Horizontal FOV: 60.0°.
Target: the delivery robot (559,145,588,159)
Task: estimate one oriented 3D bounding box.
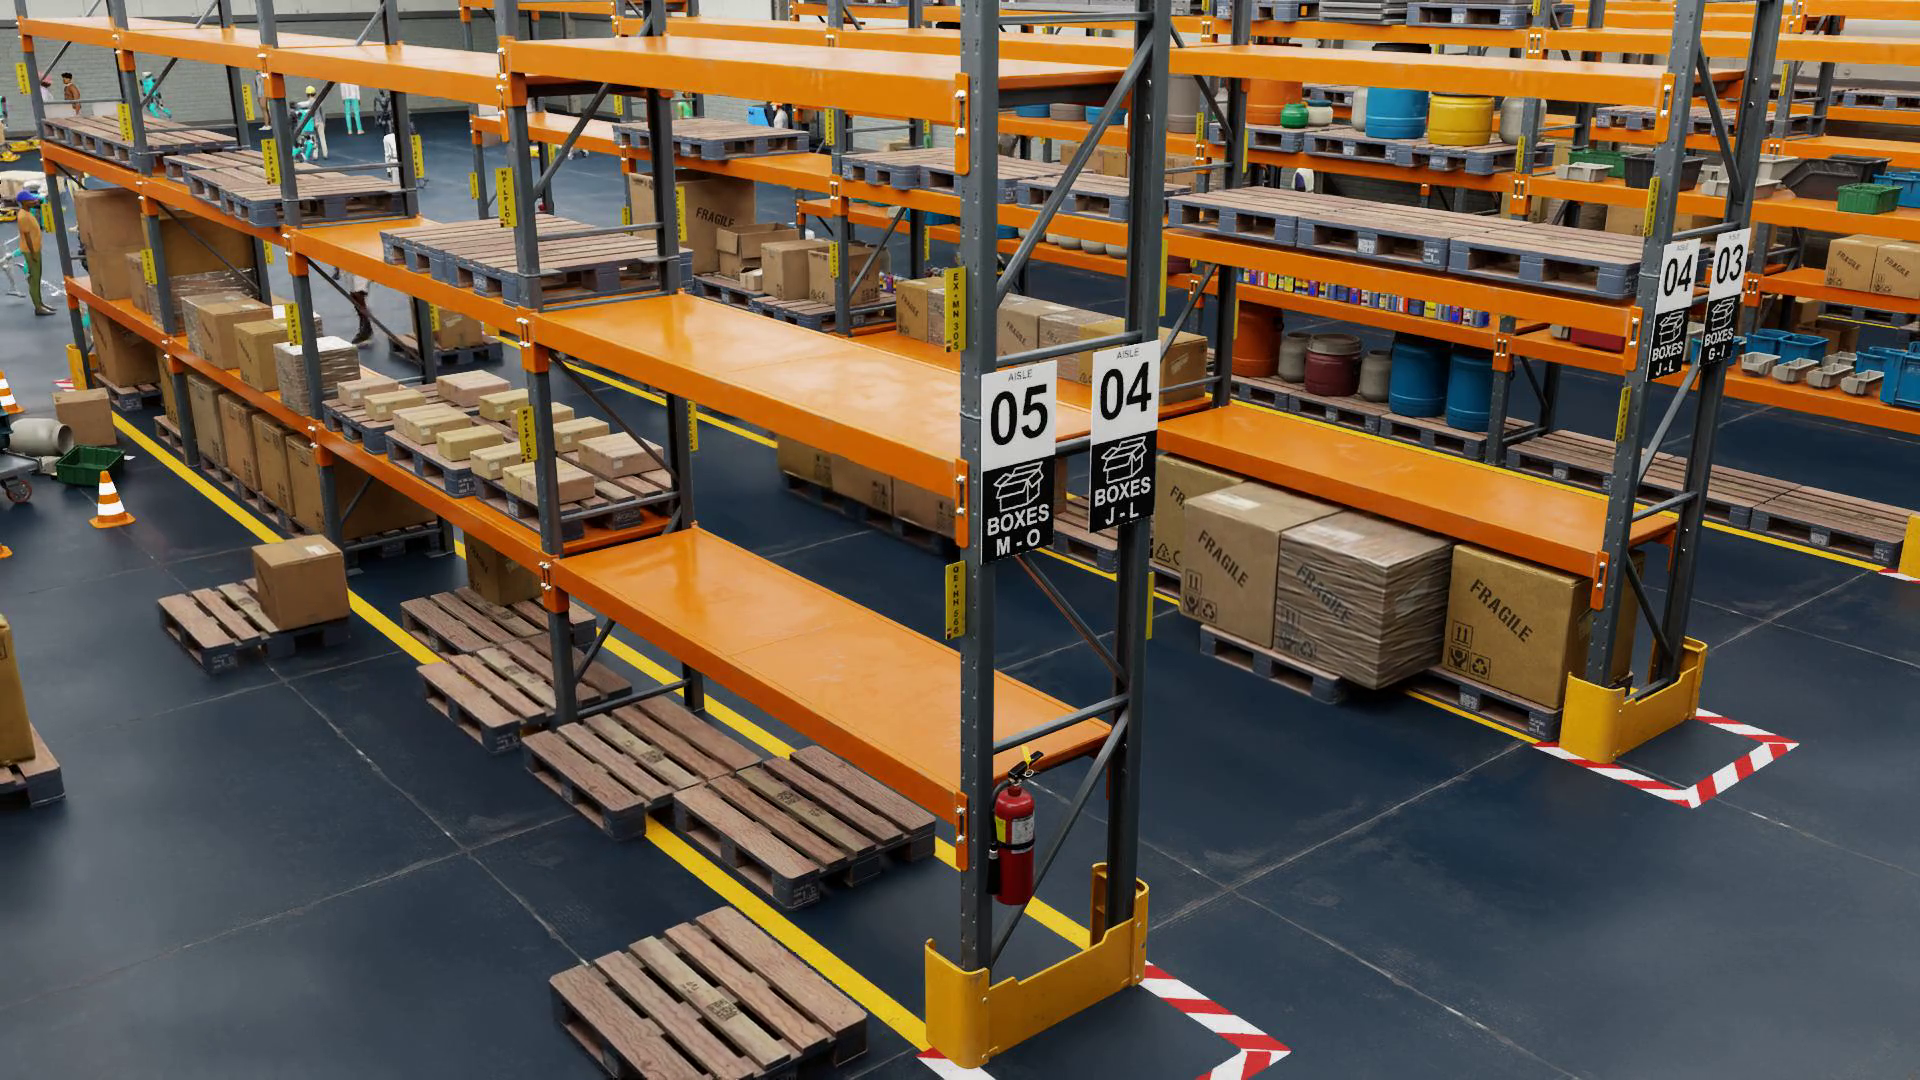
[{"bbox_3d":[-9.600,-9.721,41.187,0.499,0.605,0.799,7,21,19],"label":"delivery robot"}]

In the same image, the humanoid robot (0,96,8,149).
[{"bbox_3d":[-23.649,-10.160,40.695,0.918,1.751,0.530,16,25,39],"label":"humanoid robot"}]

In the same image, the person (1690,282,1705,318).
[{"bbox_3d":[10.028,-3.738,22.427,0.553,1.679,0.379,-15,24,-37],"label":"person"}]

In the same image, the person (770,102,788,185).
[{"bbox_3d":[-3.911,-8.683,36.216,0.387,1.884,0.585,1,19,2],"label":"person"}]

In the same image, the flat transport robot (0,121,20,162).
[{"bbox_3d":[-23.740,-9.318,40.454,1.431,0.231,0.659,-6,20,-15],"label":"flat transport robot"}]

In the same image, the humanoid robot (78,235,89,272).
[{"bbox_3d":[-11.901,-3.880,22.855,0.615,1.646,0.329,13,23,32],"label":"humanoid robot"}]

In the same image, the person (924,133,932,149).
[{"bbox_3d":[-0.779,-7.423,32.838,0.471,1.743,0.336,1,19,3],"label":"person"}]

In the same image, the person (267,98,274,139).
[{"bbox_3d":[-18.500,-11.620,44.849,0.320,1.697,0.531,-9,21,-23],"label":"person"}]

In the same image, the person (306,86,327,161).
[{"bbox_3d":[-15.764,-10.179,40.641,0.294,1.772,0.532,18,26,41],"label":"person"}]

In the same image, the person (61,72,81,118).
[{"bbox_3d":[-23.583,-11.490,44.243,0.797,1.855,0.390,16,25,38],"label":"person"}]

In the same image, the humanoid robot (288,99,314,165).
[{"bbox_3d":[-15.202,-9.326,38.364,0.570,1.634,0.600,3,20,10],"label":"humanoid robot"}]

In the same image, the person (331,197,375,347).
[{"bbox_3d":[-7.807,-3.468,21.303,0.650,1.910,0.723,9,21,25],"label":"person"}]

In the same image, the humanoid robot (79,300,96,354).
[{"bbox_3d":[-10.645,-3.014,20.358,0.683,1.840,0.537,-2,19,-5],"label":"humanoid robot"}]

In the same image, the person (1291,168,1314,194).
[{"bbox_3d":[5.540,-5.412,26.959,0.393,1.846,0.562,10,22,26],"label":"person"}]

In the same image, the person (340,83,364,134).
[{"bbox_3d":[-17.101,-12.380,46.690,0.498,1.912,0.350,-2,19,-6],"label":"person"}]

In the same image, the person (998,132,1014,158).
[{"bbox_3d":[0.792,-7.209,32.254,0.584,1.717,0.881,-14,24,-35],"label":"person"}]

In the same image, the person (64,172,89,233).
[{"bbox_3d":[-15.927,-6.484,29.946,0.531,1.893,0.401,15,25,37],"label":"person"}]

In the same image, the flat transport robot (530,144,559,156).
[{"bbox_3d":[-10.284,-9.821,41.888,0.659,0.231,1.431,11,22,28],"label":"flat transport robot"}]

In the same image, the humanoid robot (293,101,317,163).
[{"bbox_3d":[-14.681,-8.818,36.840,0.954,1.768,0.537,8,21,22],"label":"humanoid robot"}]

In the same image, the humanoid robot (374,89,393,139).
[{"bbox_3d":[-14.698,-10.812,42.653,0.606,1.635,0.767,-3,20,-8],"label":"humanoid robot"}]

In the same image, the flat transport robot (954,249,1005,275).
[{"bbox_3d":[0.312,-4.424,26.527,0.659,0.231,1.431,-2,19,-6],"label":"flat transport robot"}]

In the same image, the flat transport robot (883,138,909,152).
[{"bbox_3d":[-1.178,-8.037,36.809,0.659,0.231,1.431,-8,21,-22],"label":"flat transport robot"}]

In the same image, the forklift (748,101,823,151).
[{"bbox_3d":[-4.526,-11.368,42.374,1.129,2.768,1.873,-15,24,-37],"label":"forklift"}]

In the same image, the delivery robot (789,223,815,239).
[{"bbox_3d":[-2.804,-4.953,27.603,0.767,0.595,0.513,-5,20,-13],"label":"delivery robot"}]

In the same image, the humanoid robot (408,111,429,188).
[{"bbox_3d":[-11.694,-8.359,35.610,0.439,1.632,0.600,-4,20,-11],"label":"humanoid robot"}]

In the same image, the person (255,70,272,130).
[{"bbox_3d":[-20.021,-12.753,47.811,0.397,1.875,0.506,3,20,9],"label":"person"}]

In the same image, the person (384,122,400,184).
[{"bbox_3d":[-10.583,-7.040,31.558,0.574,1.877,0.342,-5,20,-13],"label":"person"}]

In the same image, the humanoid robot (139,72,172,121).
[{"bbox_3d":[-22.237,-12.059,46.028,0.555,1.750,0.965,4,20,10],"label":"humanoid robot"}]

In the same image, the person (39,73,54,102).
[{"bbox_3d":[-22.884,-10.734,41.883,0.467,1.999,0.640,-6,20,-17],"label":"person"}]

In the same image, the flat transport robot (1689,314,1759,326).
[{"bbox_3d":[10.338,-2.821,21.963,0.659,0.231,1.431,-14,24,-35],"label":"flat transport robot"}]

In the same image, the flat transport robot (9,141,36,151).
[{"bbox_3d":[-24.613,-10.114,42.720,1.431,0.231,0.659,2,19,7],"label":"flat transport robot"}]

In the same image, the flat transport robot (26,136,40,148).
[{"bbox_3d":[-24.046,-10.462,43.710,0.659,0.231,1.431,-4,20,-12],"label":"flat transport robot"}]

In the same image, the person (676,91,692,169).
[{"bbox_3d":[-6.262,-9.409,38.141,0.405,1.978,0.485,9,21,23],"label":"person"}]

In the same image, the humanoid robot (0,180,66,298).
[{"bbox_3d":[-13.474,-4.247,23.859,1.015,1.751,0.573,-11,22,-28],"label":"humanoid robot"}]

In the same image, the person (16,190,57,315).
[{"bbox_3d":[-12.853,-3.998,23.131,0.363,1.717,0.449,-7,21,-20],"label":"person"}]

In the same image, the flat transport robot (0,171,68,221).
[{"bbox_3d":[-18.003,-6.328,31.947,0.659,0.231,1.431,7,20,18],"label":"flat transport robot"}]
